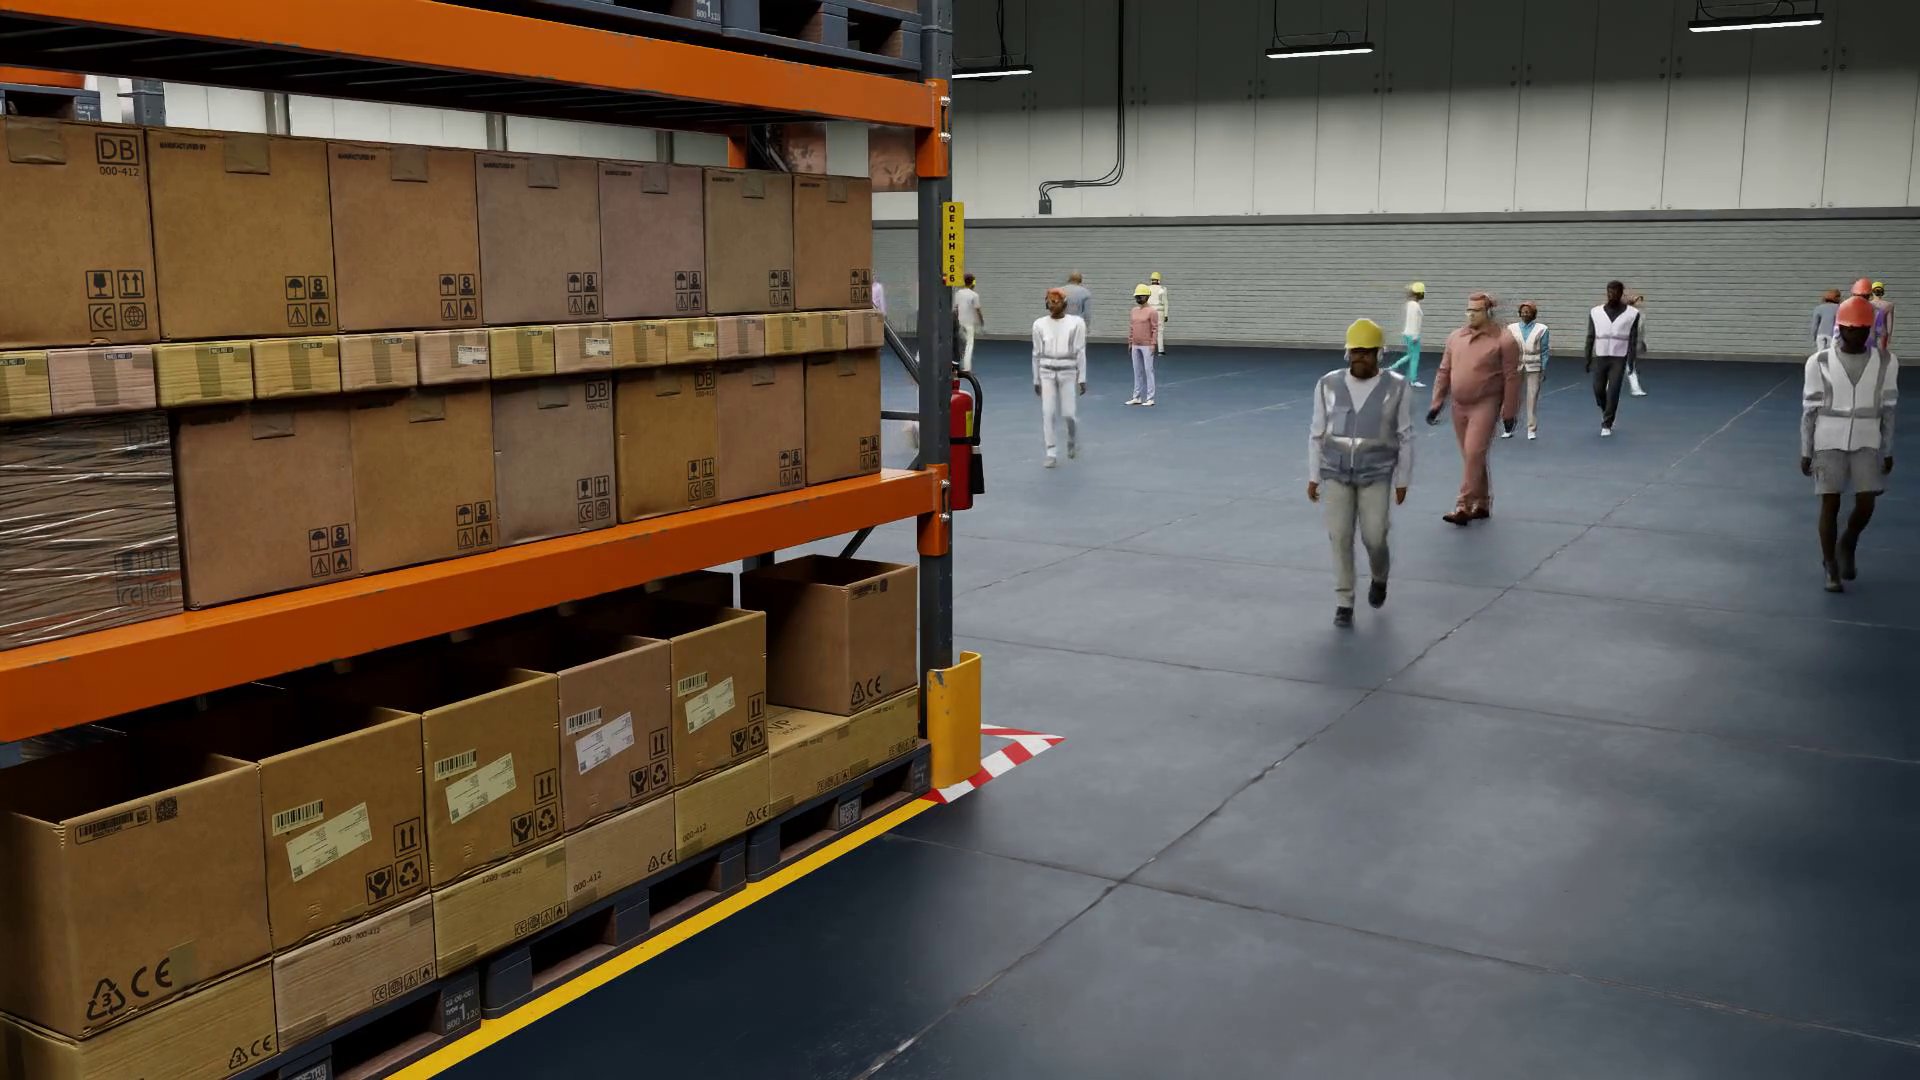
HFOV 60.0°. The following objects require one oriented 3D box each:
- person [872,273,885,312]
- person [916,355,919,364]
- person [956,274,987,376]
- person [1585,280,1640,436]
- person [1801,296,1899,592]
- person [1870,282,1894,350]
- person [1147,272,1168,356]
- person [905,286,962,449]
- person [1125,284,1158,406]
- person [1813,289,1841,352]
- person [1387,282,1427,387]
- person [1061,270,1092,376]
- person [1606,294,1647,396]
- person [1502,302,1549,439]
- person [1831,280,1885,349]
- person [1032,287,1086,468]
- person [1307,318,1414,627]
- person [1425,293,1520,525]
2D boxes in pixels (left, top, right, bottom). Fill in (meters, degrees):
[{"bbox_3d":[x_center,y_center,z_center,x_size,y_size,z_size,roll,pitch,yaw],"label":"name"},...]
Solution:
[{"bbox_3d":[-2.009,-4.964,36.467,0.673,1.851,1.015,5,11,25],"label":"person"},{"bbox_3d":[-0.482,-3.976,30.646,0.653,1.867,0.943,8,13,41],"label":"person"},{"bbox_3d":[0.184,-3.912,30.263,0.497,1.854,0.531,-8,12,-38],"label":"person"},{"bbox_3d":[7.979,-2.232,20.357,0.602,1.895,0.684,5,11,29],"label":"person"},{"bbox_3d":[5.743,-0.614,10.766,0.575,1.921,0.451,3,10,19],"label":"person"},{"bbox_3d":[14.910,-3.325,27.131,0.522,1.762,0.320,3,10,19],"label":"person"},{"bbox_3d":[4.280,-4.943,36.383,0.586,1.835,0.403,4,11,23],"label":"person"},{"bbox_3d":[-0.259,-1.949,18.463,0.786,1.970,0.624,-5,11,-27],"label":"person"},{"bbox_3d":[2.650,-2.833,24.228,0.311,1.768,0.533,-8,13,-40],"label":"person"},{"bbox_3d":[14.858,-3.483,28.453,0.394,1.610,0.524,-10,14,-44],"label":"person"},{"bbox_3d":[7.480,-3.415,27.702,0.554,1.750,0.531,1,10,4],"label":"person"},{"bbox_3d":[2.053,-3.905,30.026,0.650,1.927,0.563,2,10,11],"label":"person"},{"bbox_3d":[10.522,-3.075,26.172,0.519,1.588,0.884,-5,11,-28],"label":"person"},{"bbox_3d":[6.730,-2.016,19.818,0.523,1.638,0.310,5,11,26],"label":"person"},{"bbox_3d":[11.291,-2.331,20.964,0.574,1.881,1.017,5,11,28],"label":"person"},{"bbox_3d":[1.032,-1.690,17.241,0.591,1.864,0.538,3,10,15],"label":"person"},{"bbox_3d":[2.368,-0.406,9.868,0.597,1.817,0.495,4,11,23],"label":"person"},{"bbox_3d":[4.116,-1.060,13.548,0.911,1.871,0.650,-7,12,-34],"label":"person"}]
